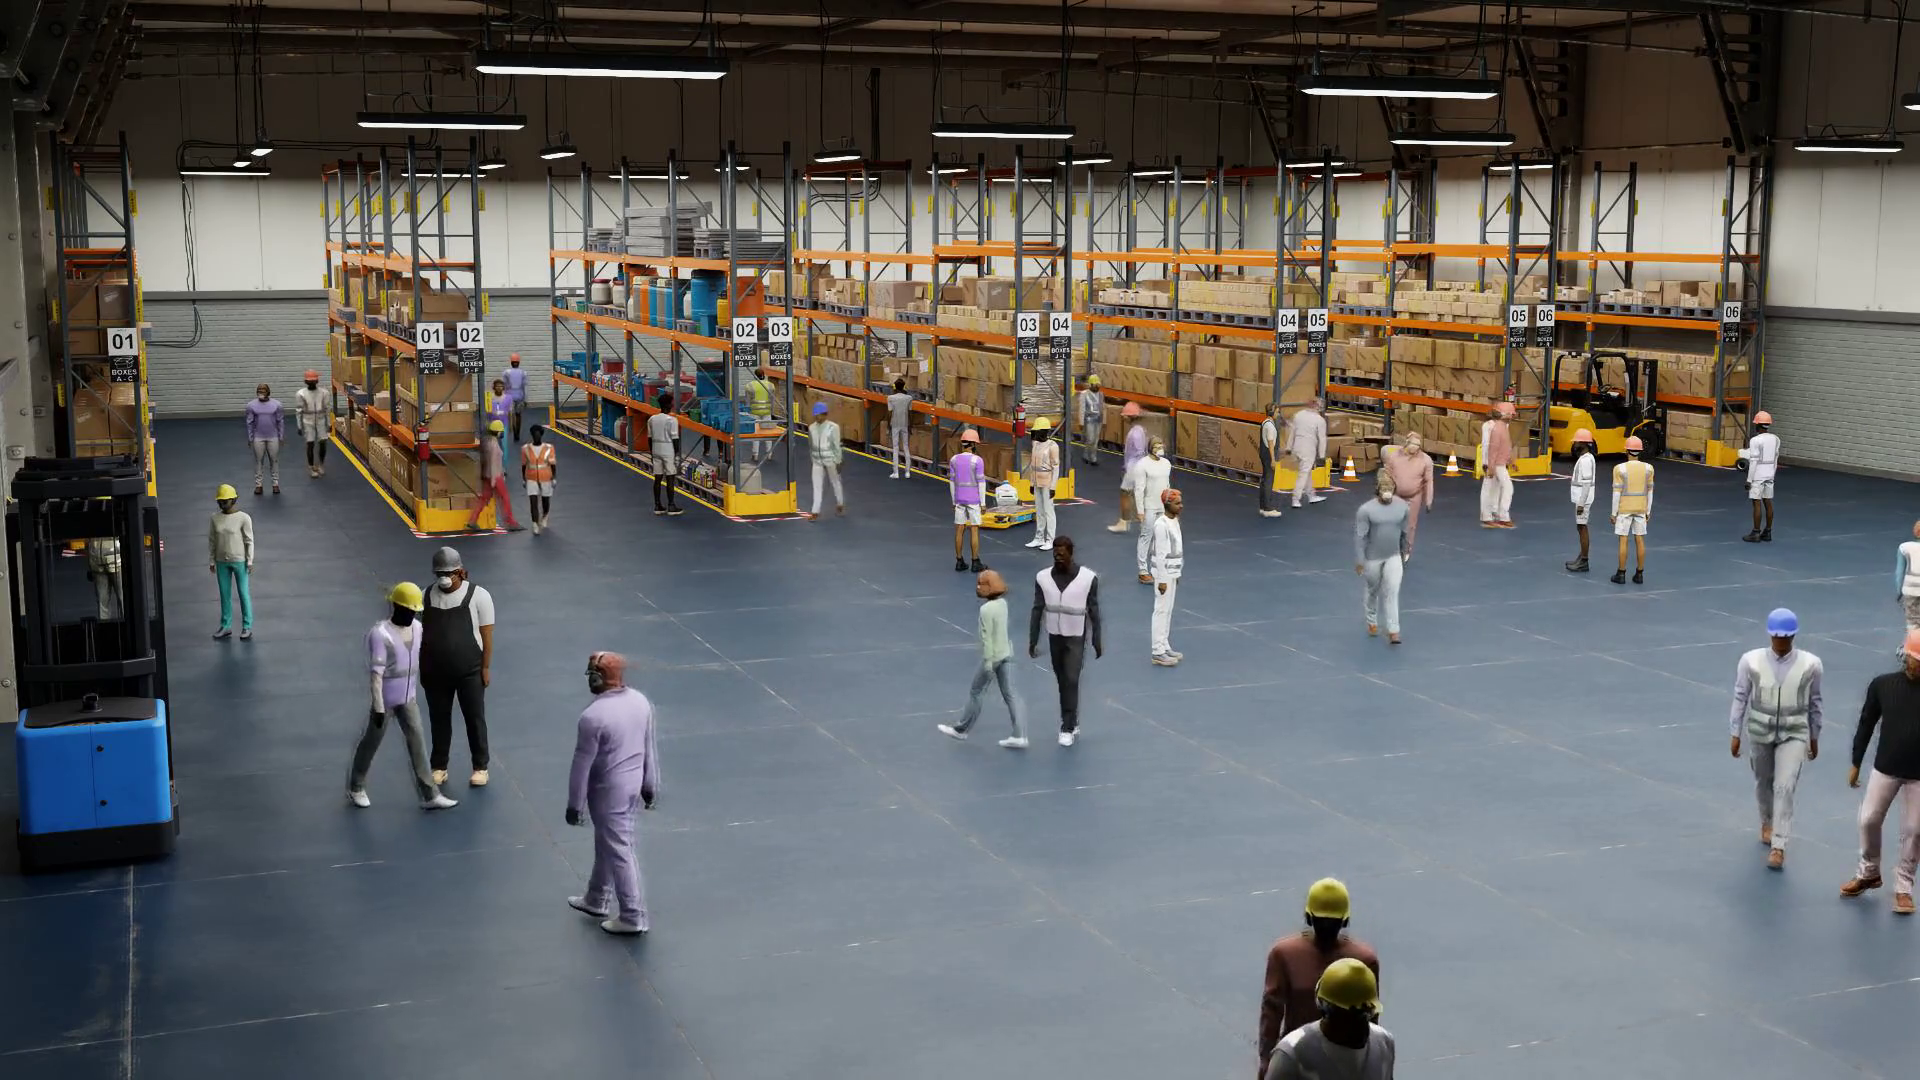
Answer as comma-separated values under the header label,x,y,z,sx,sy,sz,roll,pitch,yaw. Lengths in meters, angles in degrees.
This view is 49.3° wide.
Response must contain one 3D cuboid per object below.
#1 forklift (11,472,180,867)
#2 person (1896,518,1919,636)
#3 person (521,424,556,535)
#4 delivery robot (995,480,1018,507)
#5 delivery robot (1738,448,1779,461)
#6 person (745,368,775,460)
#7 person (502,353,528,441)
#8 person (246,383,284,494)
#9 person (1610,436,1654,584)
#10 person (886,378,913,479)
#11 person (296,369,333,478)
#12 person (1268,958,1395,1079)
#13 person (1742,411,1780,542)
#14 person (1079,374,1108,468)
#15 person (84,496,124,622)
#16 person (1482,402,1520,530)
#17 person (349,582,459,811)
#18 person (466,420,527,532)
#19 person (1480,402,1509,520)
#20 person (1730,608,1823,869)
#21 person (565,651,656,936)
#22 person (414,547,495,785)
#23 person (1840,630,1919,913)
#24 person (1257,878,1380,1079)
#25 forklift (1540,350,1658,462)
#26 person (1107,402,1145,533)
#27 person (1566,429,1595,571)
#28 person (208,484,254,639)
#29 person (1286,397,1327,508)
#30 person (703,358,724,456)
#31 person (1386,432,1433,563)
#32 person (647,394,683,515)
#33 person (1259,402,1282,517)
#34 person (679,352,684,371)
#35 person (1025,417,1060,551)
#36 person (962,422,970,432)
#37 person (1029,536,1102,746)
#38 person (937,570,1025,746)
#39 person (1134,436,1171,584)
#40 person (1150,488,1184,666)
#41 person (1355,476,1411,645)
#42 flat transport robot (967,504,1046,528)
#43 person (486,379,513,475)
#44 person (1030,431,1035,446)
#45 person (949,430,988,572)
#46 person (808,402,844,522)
label,x,y,z,sx,sy,sz,roll,pitch,yaw
forklift,-6.630,0.886,15.957,1.129,2.768,1.873,-3,9,-21
person,10.126,0.573,22.077,0.520,1.614,0.624,6,10,33
person,-6.454,-0.953,32.098,0.537,1.673,0.758,-2,9,-10
delivery robot,0.754,-0.727,34.117,0.477,0.478,0.707,0,8,-1
delivery robot,15.276,-1.618,40.056,0.707,0.478,0.477,5,10,32
person,-4.013,-2.525,42.017,0.624,1.841,0.430,-2,9,-15
person,-9.697,-3.112,45.679,0.558,1.916,0.704,-3,9,-22
person,-12.188,-1.786,36.759,0.635,1.936,0.353,-2,9,-15
person,8.813,-0.400,27.514,0.545,1.938,0.361,-1,9,-5
person,-1.125,-2.079,38.939,0.534,1.868,0.309,-3,9,-18
person,-12.017,-2.168,38.977,0.667,2.031,0.516,-5,10,-29
person,1.536,2.557,8.279,0.596,1.801,0.836,-3,9,-19
person,11.902,-0.944,31.140,0.543,1.940,0.361,-4,9,-26
person,2.598,-2.306,40.644,0.594,1.817,0.432,-7,11,-38
person,-9.442,0.291,23.259,0.595,1.832,0.404,1,9,5
person,8.444,-1.149,32.418,0.740,1.961,0.623,3,9,21
person,-4.547,1.249,16.805,1.029,1.856,0.647,5,10,28
person,-7.163,-0.983,32.105,0.886,1.725,0.532,-3,9,-20
person,8.545,-1.264,33.451,0.585,1.882,0.337,-7,11,-37
person,6.079,1.413,15.602,0.632,1.902,0.952,4,9,24
person,-2.426,1.664,13.940,0.820,1.876,0.677,4,10,26
person,-4.256,1.067,17.538,0.679,2.000,0.536,1,9,4
person,6.466,1.564,14.357,0.695,1.971,0.521,5,10,31
person,1.661,2.385,9.697,0.534,1.714,0.932,2,9,14
forklift,12.897,-2.725,42.309,2.313,2.155,1.214,-3,9,-21
person,2.759,-1.112,32.034,0.919,2.018,0.602,1,9,8
person,8.451,-0.551,28.523,0.357,1.936,0.551,3,9,16
person,-8.289,0.244,23.794,0.532,1.767,0.328,2,9,10
person,5.857,-1.465,34.945,0.824,1.851,0.710,-5,10,-30
person,-5.084,-2.723,42.828,0.612,1.991,0.392,-2,9,-12
person,6.176,-0.560,28.862,0.668,1.855,0.916,2,9,13
person,-4.807,-1.402,34.097,0.608,1.966,0.371,5,10,32
person,5.016,-1.305,33.867,0.345,1.844,0.507,-1,9,-5
person,-7.015,-3.850,51.633,0.800,1.600,0.502,-1,9,-4
person,1.203,-0.822,30.363,0.373,1.928,0.584,-6,10,-33
person,0.113,-3.041,45.925,0.492,1.697,0.896,-3,9,-19
person,0.911,0.909,18.935,0.635,1.883,0.857,4,9,25
person,0.223,1.062,18.878,0.844,1.588,0.527,4,10,26
person,2.552,-0.406,27.554,0.635,1.939,0.362,-8,12,-42
person,2.230,0.384,22.478,0.352,1.880,0.576,3,9,20
person,4.769,0.213,23.632,0.647,1.879,1.045,0,9,-2
flat transport robot,0.749,-0.384,33.082,0.652,0.197,1.431,5,10,30
person,-8.758,-2.171,39.741,0.574,1.817,0.828,-2,9,-12
person,1.680,-2.850,44.652,0.539,1.694,0.318,1,9,8
person,0.128,-0.537,28.467,0.542,1.927,0.374,5,10,32
person,-2.127,-1.278,33.562,0.626,1.892,1.041,4,9,23
